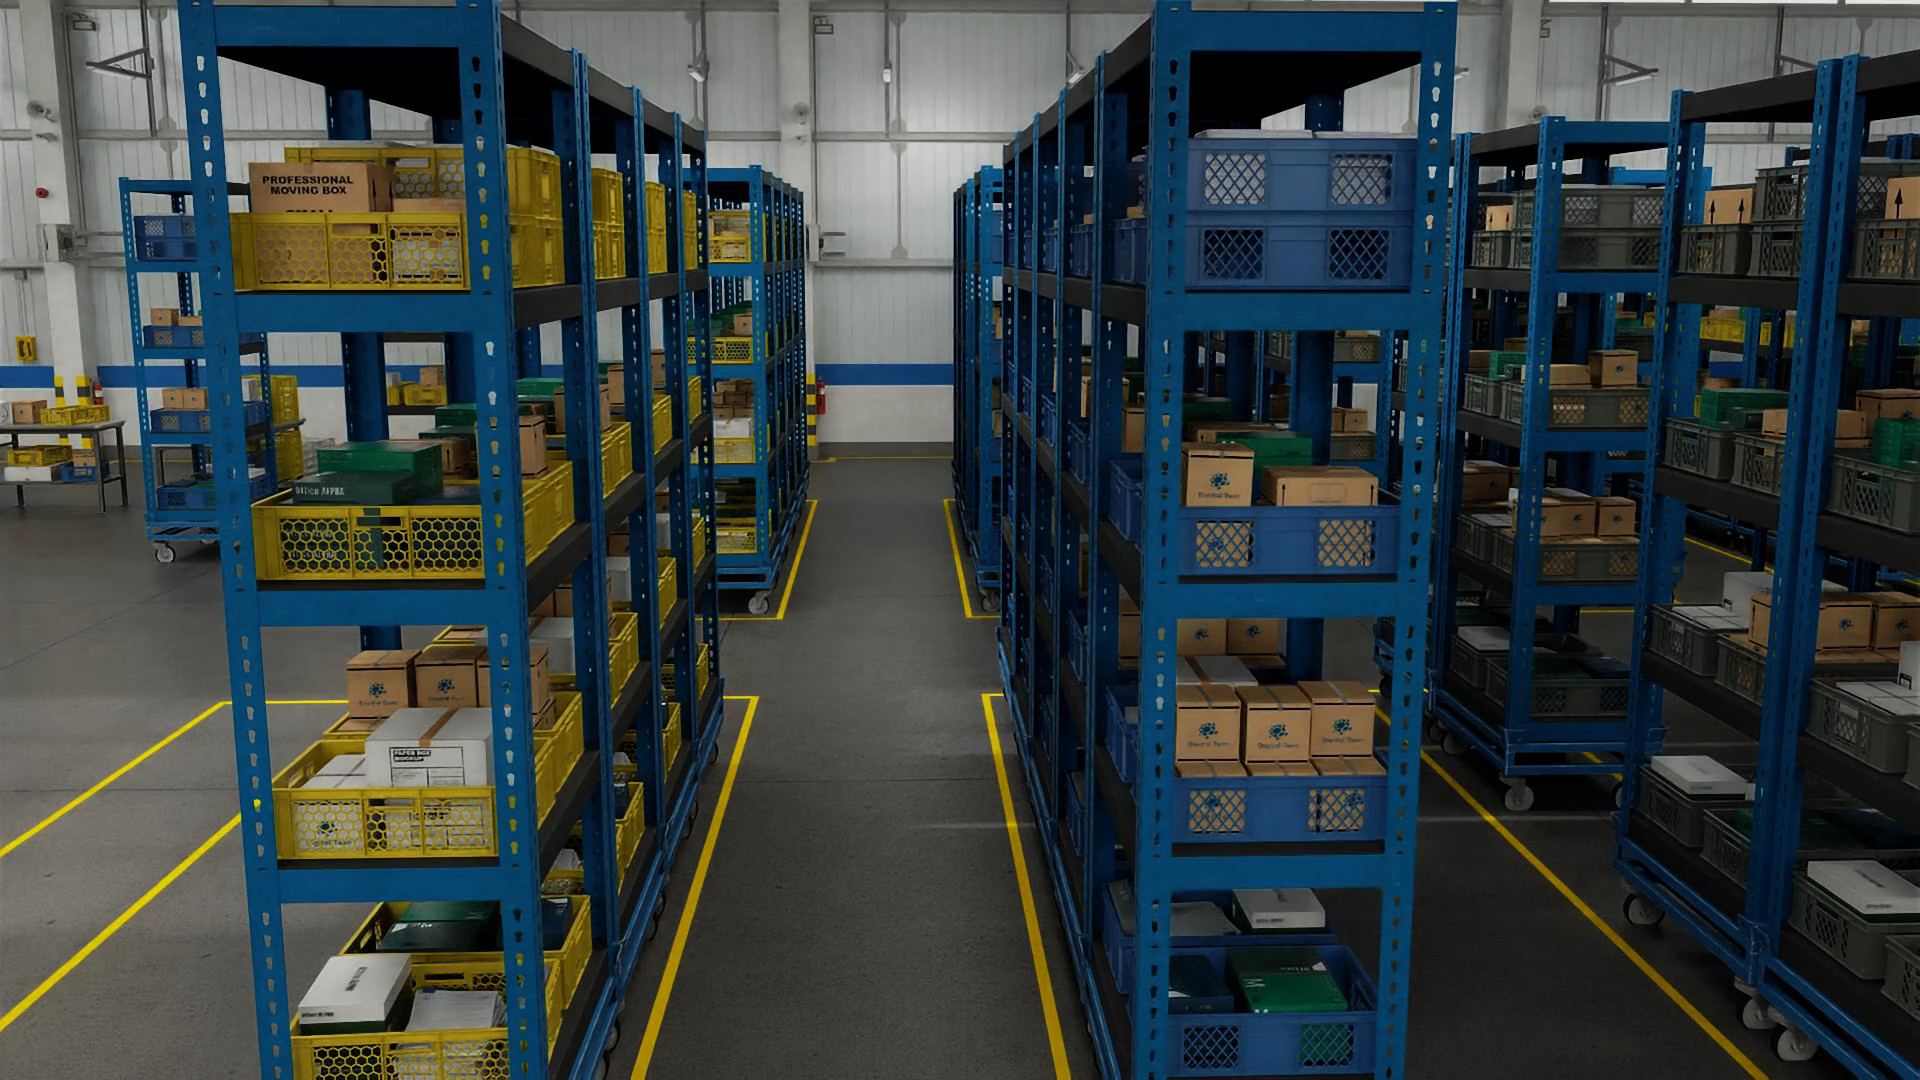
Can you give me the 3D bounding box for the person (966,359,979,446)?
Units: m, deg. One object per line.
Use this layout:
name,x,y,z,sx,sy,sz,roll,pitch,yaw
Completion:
person,0.158,-1.743,21.657,0.390,1.846,0.565,4,11,22
